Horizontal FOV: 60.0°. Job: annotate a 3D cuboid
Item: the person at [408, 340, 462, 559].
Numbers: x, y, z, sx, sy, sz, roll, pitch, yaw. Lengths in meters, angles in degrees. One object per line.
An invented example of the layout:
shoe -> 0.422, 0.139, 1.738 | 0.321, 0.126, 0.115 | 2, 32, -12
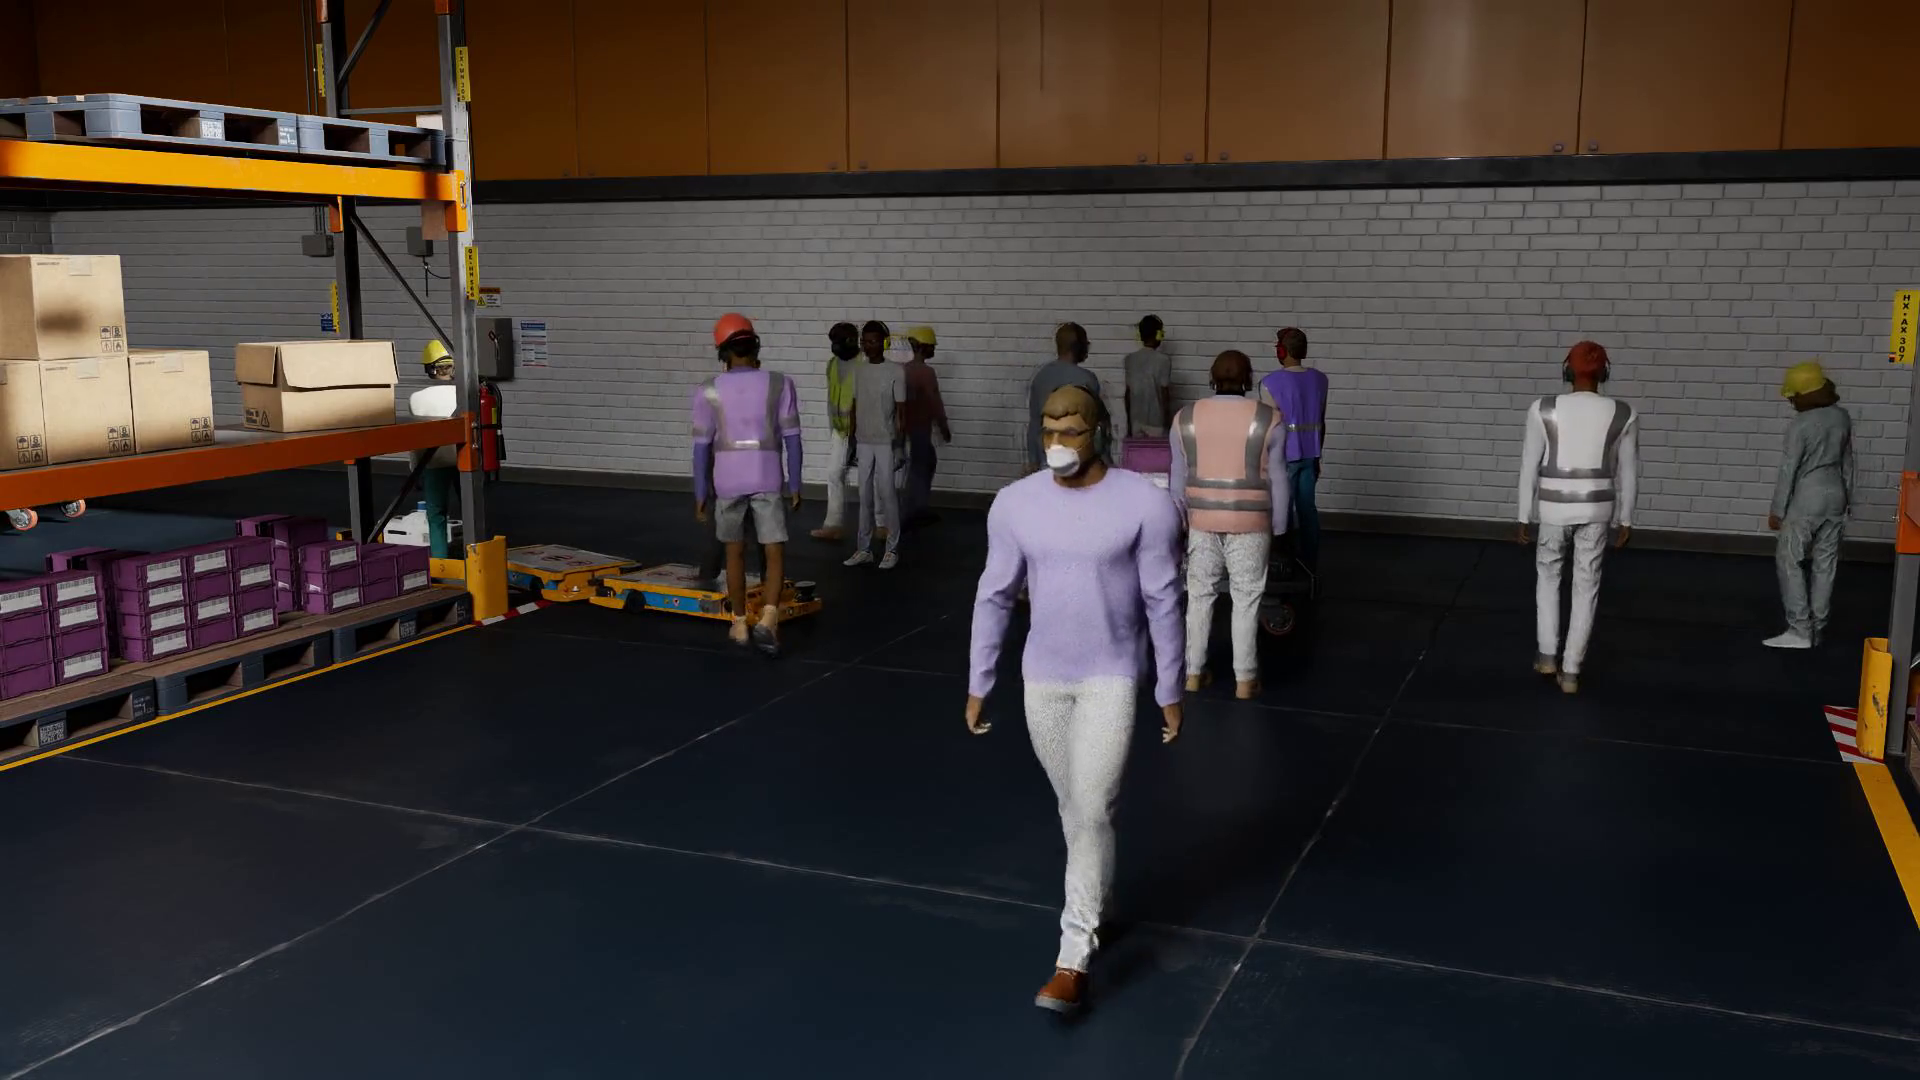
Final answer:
person -> -3.560, -0.498, 11.530 | 0.530, 1.761, 0.349 | -7, 12, -37

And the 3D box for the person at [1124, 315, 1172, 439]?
person -> 1.653, -0.981, 14.147 | 0.579, 1.852, 0.656 | 8, 13, 41

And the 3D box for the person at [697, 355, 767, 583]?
person -> -1.424, -0.389, 10.771 | 0.647, 1.805, 0.552 | -6, 11, -32

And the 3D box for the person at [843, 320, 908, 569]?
person -> -0.631, -0.710, 12.493 | 0.521, 1.861, 0.328 | 5, 11, 28

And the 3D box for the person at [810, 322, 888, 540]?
person -> -0.868, -0.881, 13.720 | 0.635, 1.807, 0.646 | 7, 12, 38

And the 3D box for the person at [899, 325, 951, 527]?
person -> -0.274, -0.987, 14.499 | 0.611, 1.747, 0.536 | -4, 10, -24

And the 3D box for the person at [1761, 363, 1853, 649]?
person -> 5.038, -0.190, 9.837 | 0.606, 1.704, 0.360 | -3, 10, -17

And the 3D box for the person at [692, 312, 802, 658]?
person -> -1.240, -0.322, 9.735 | 0.638, 2.010, 0.836 | -1, 9, -7

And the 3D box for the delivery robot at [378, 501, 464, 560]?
delivery robot -> -3.880, -0.041, 12.098 | 0.707, 0.478, 0.477 | 5, 10, 26

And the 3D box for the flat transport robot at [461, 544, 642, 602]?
flat transport robot -> -2.885, 0.212, 11.708 | 1.431, 0.197, 0.652 | 9, 13, 44

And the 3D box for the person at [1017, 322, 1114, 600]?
person -> 0.769, -0.542, 11.417 | 1.037, 1.884, 0.638 | -5, 11, -29

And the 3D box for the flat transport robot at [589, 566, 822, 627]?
flat transport robot -> -1.674, 0.348, 10.882 | 1.431, 0.197, 0.652 | 6, 11, 31

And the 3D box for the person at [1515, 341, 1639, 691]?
person -> 3.341, -0.144, 9.036 | 0.615, 1.862, 0.675 | 3, 10, 17

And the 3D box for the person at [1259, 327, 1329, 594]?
person -> 2.297, -0.541, 11.505 | 0.564, 1.847, 0.397 | -5, 11, -29

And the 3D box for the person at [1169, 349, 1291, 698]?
person -> 1.416, -0.082, 8.751 | 0.634, 1.841, 0.429 | 4, 10, 25

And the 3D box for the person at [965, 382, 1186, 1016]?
person -> 0.306, 0.478, 5.147 | 0.665, 1.903, 0.903 | 5, 11, 29
